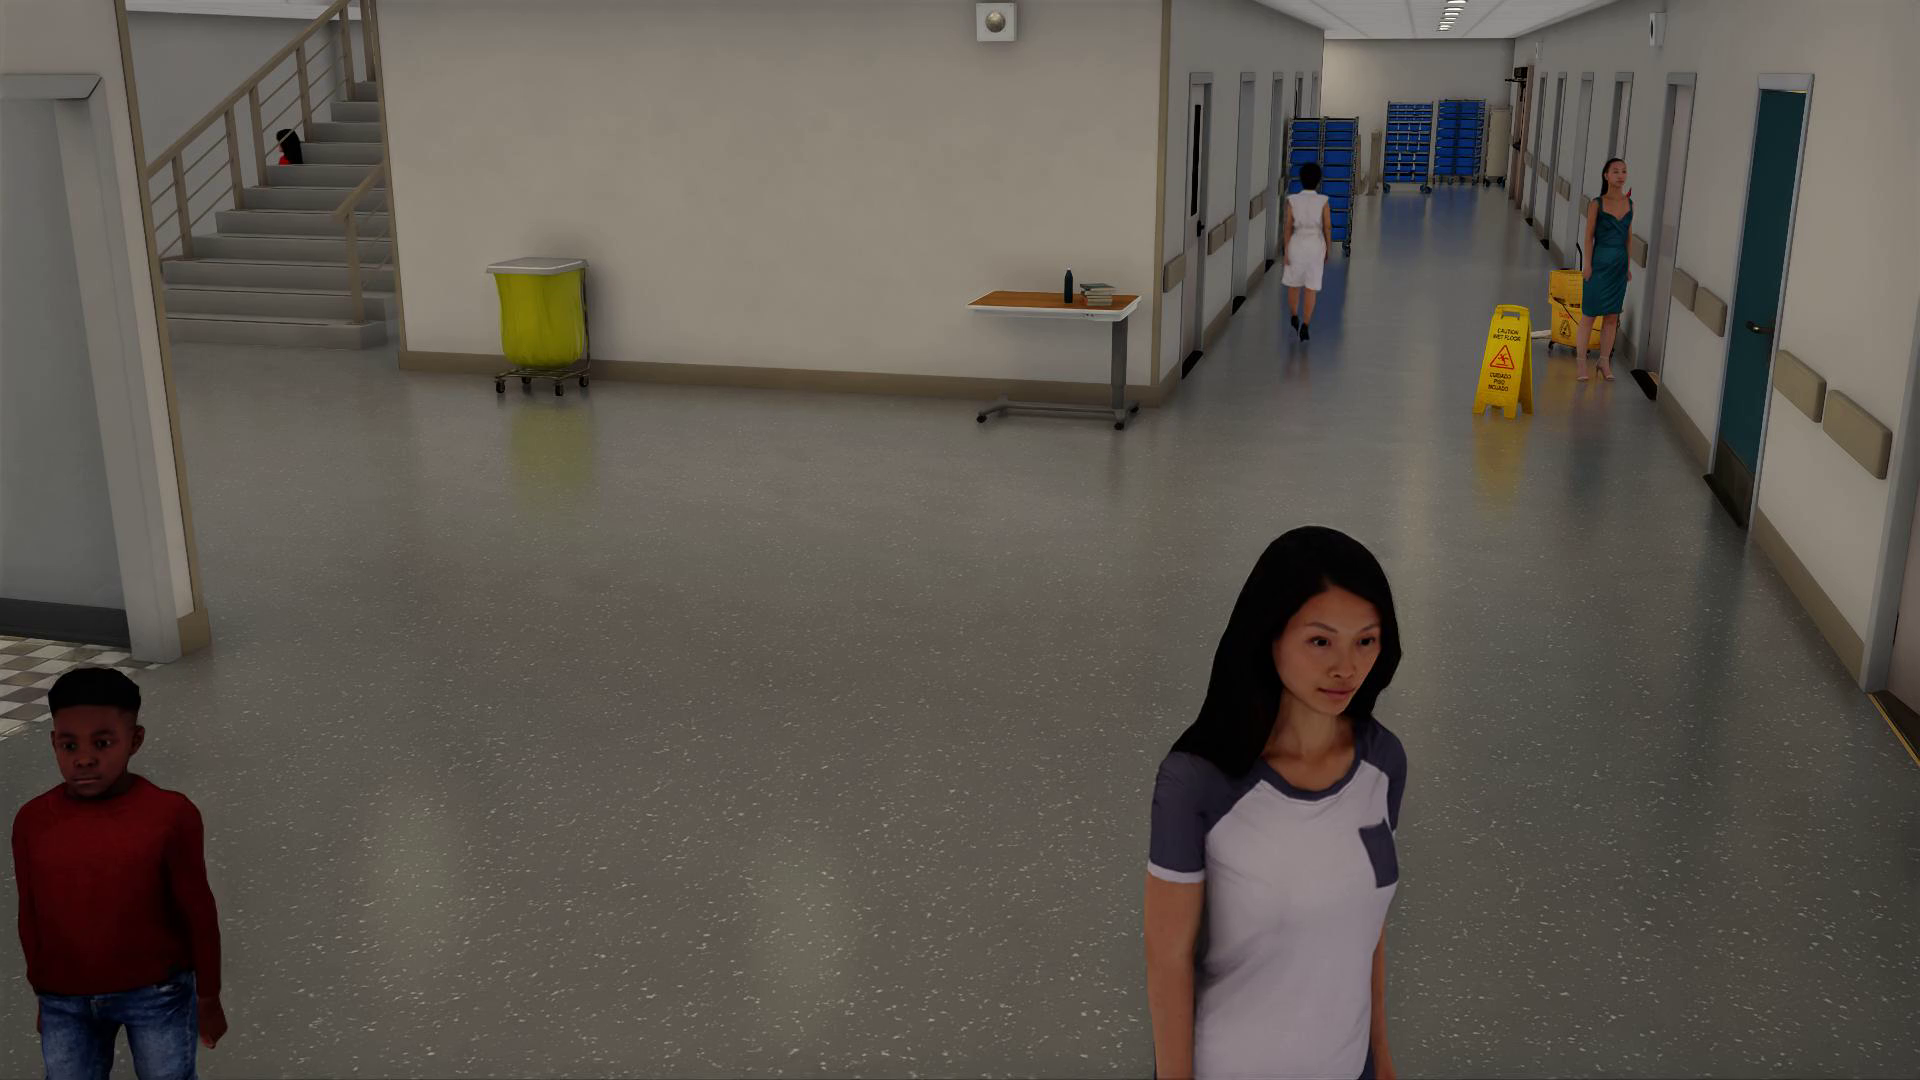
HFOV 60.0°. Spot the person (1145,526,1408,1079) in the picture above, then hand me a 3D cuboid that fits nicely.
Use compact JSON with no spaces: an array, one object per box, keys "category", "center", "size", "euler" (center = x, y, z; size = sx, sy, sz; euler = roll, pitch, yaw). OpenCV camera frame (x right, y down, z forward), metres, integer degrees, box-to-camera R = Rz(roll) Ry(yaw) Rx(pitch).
[{"category":"person","center":[0.480,0.797,2.559],"size":[0.674,1.706,0.726],"euler":[-8,18,-26]}]

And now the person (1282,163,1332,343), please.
[{"category":"person","center":[3.029,-2.492,14.559],"size":[0.566,1.525,0.903],"euler":[5,16,16]}]

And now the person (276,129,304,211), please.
[{"category":"person","center":[-6.904,-3.384,17.316],"size":[0.699,1.747,0.574],"euler":[2,16,8]}]

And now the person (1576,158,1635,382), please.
[{"category":"person","center":[4.949,-2.064,12.745],"size":[0.613,1.687,0.614],"euler":[-3,16,-10]}]

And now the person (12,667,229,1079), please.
[{"category":"person","center":[-1.644,0.831,3.286],"size":[0.605,1.248,0.638],"euler":[-3,16,-10]}]
